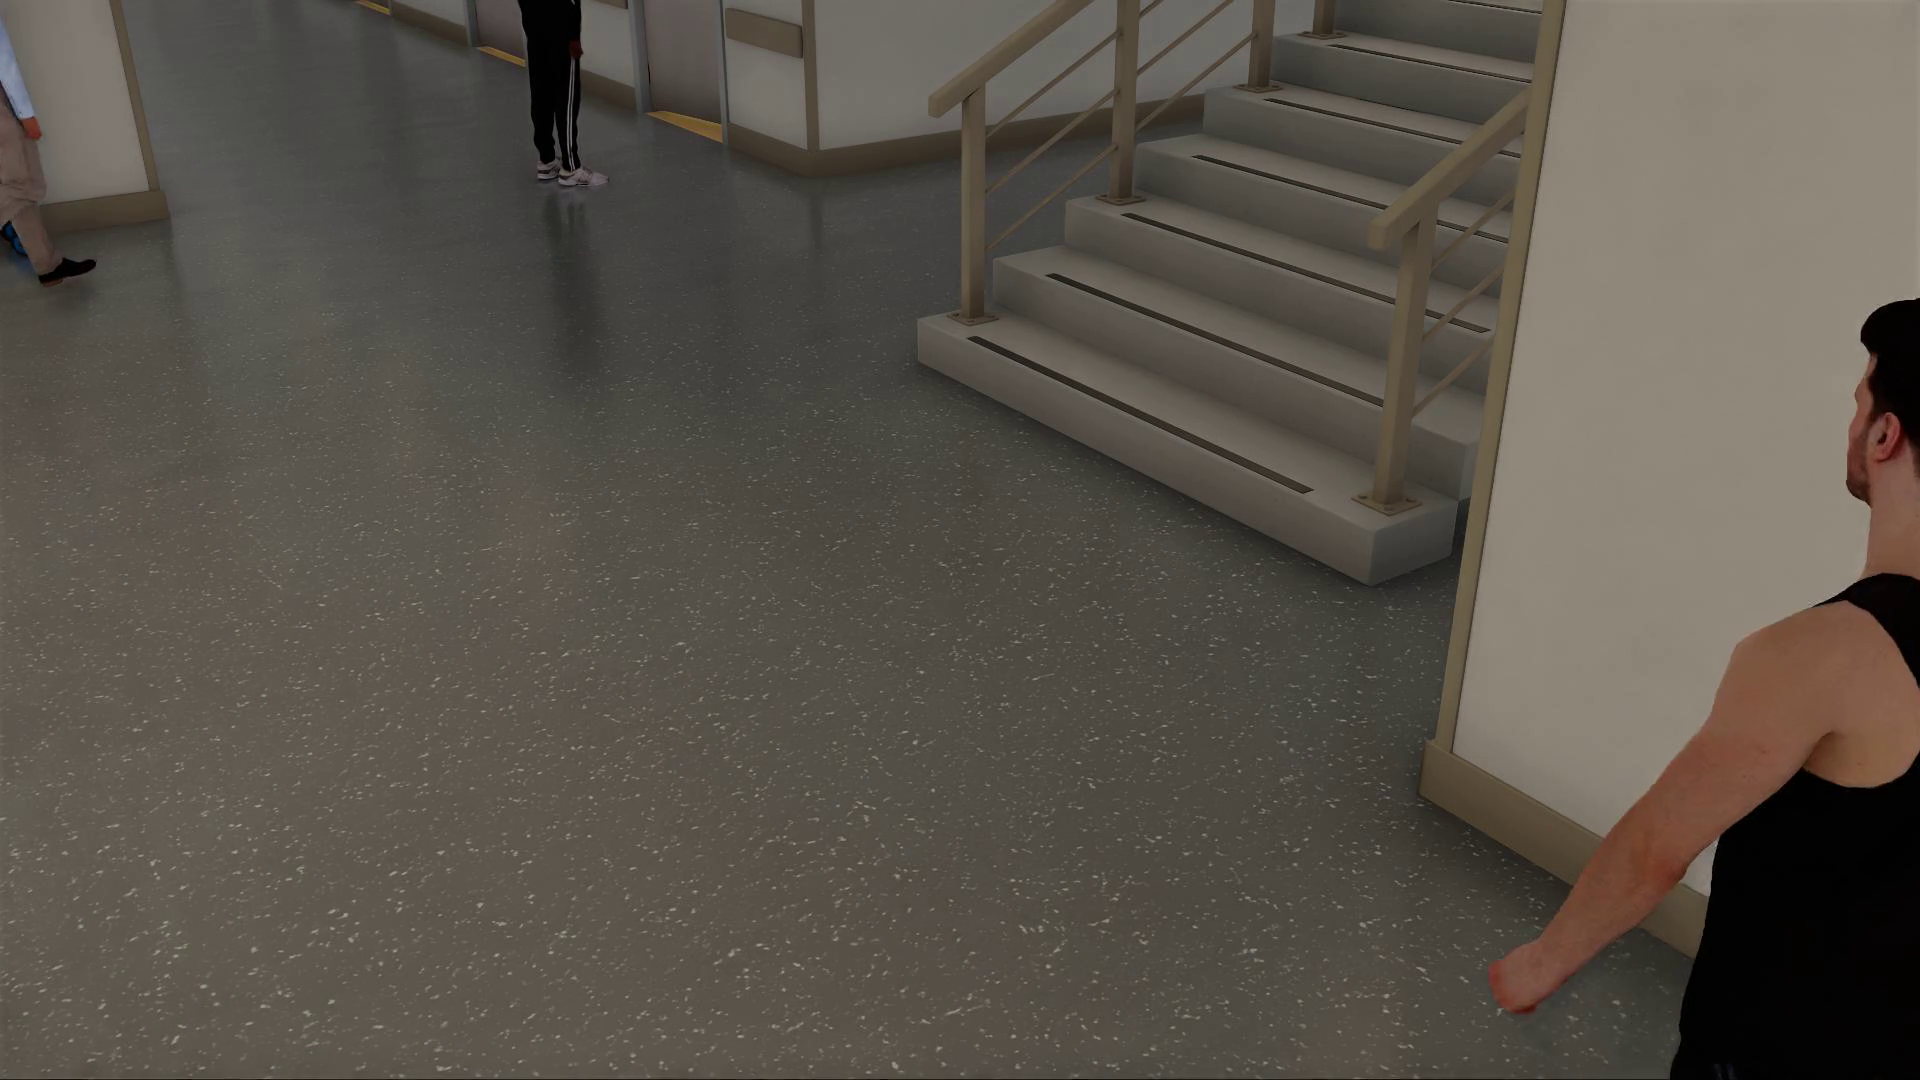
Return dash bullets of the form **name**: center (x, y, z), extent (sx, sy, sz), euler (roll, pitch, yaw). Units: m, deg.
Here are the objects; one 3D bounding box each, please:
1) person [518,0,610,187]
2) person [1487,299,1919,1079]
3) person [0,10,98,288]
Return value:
- **person**: center (-2.435, -3.040, 9.842), extent (0.598, 1.830, 0.687), euler (-23, 34, -39)
- **person**: center (1.158, 0.684, 2.113), extent (1.124, 1.835, 0.831), euler (-15, 30, -28)
- **person**: center (-4.538, -1.984, 7.659), extent (0.963, 1.823, 1.170), euler (12, 28, 23)
